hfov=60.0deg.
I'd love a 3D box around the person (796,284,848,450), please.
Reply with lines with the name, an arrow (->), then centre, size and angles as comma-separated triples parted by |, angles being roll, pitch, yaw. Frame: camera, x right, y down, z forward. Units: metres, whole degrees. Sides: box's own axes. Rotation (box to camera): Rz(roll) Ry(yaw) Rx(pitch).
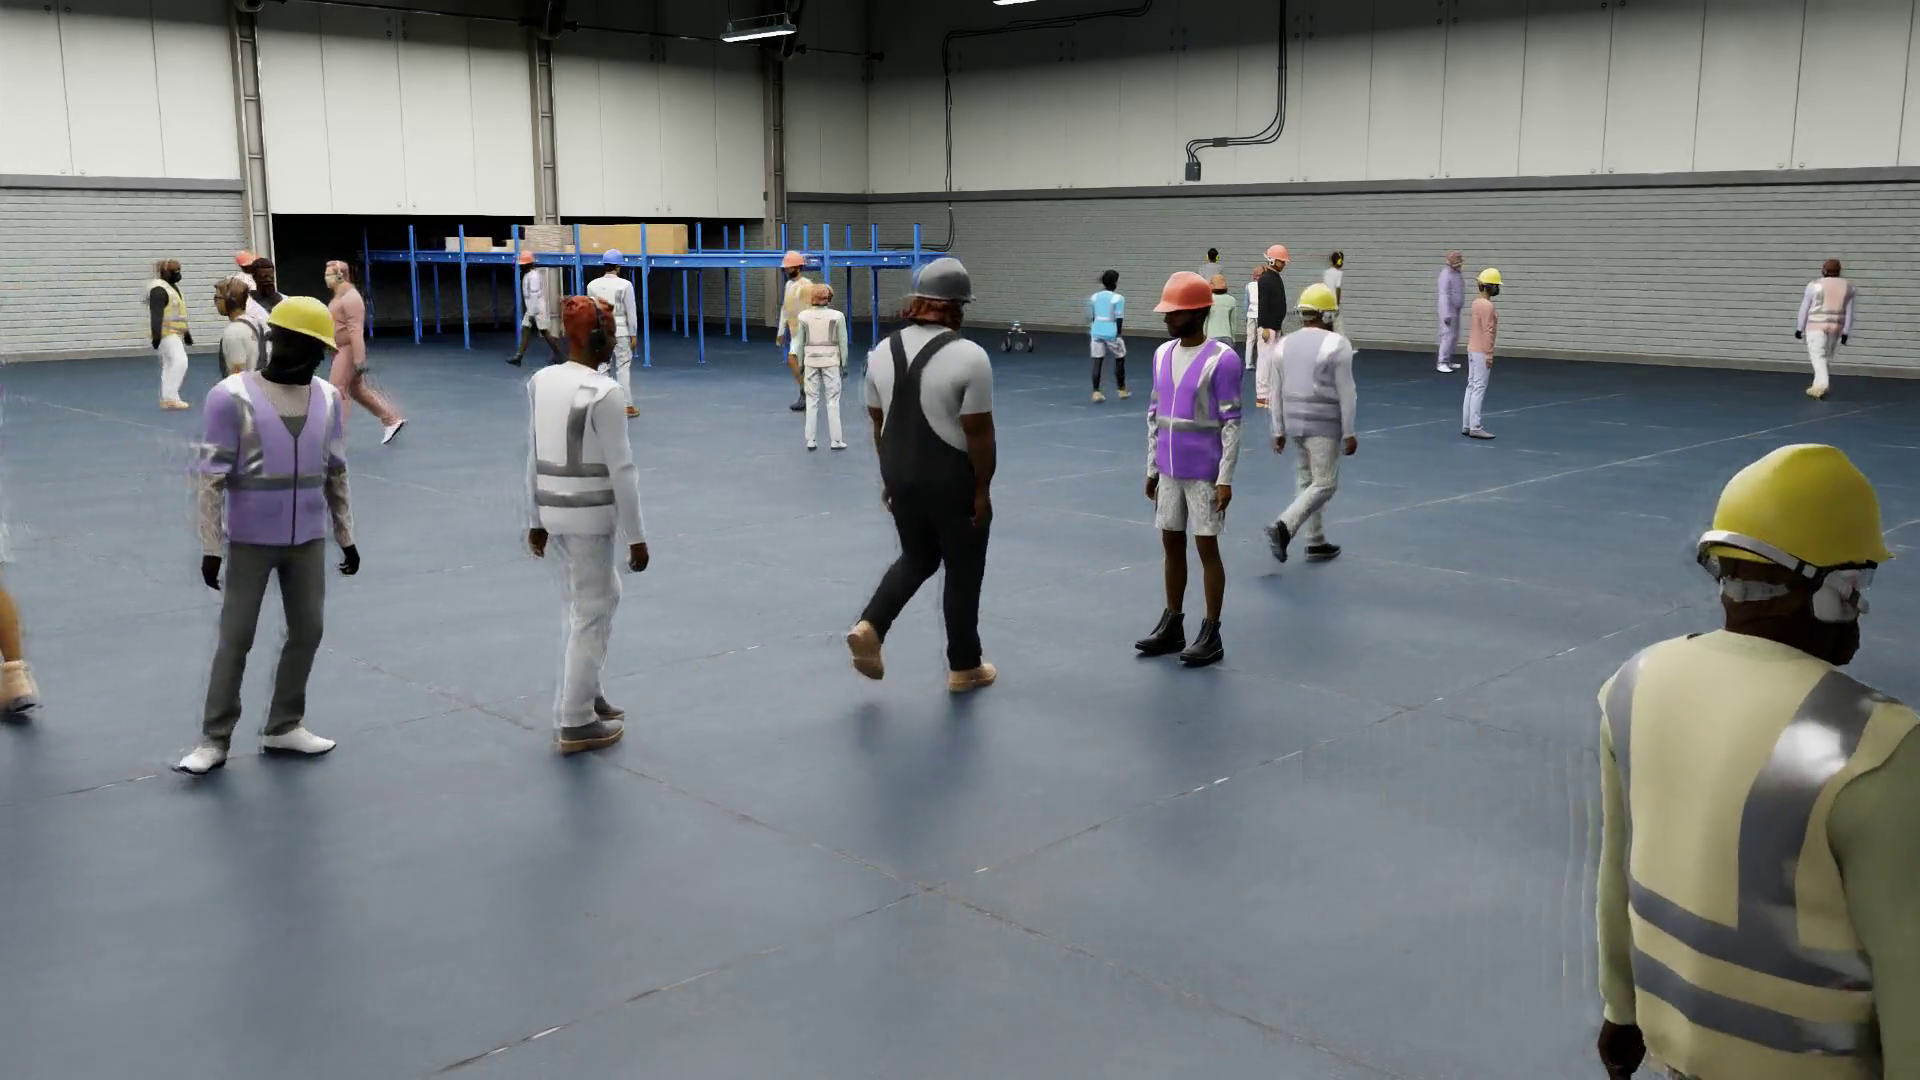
person -> -1.360, -1.710, 16.456 | 0.523, 1.636, 0.310 | 2, 11, 11

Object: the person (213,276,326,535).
person -> -4.972, -0.951, 11.804 | 0.708, 1.831, 0.515 | -1, 10, -4

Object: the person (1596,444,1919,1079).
person -> 1.194, 0.751, 2.571 | 0.841, 1.806, 0.586 | -3, 11, -14

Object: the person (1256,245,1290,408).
person -> 3.871, -2.653, 20.627 | 0.383, 1.992, 0.609 | 5, 12, 27

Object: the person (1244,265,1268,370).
person -> 4.682, -3.477, 26.084 | 0.311, 1.638, 0.523 | -9, 14, -41

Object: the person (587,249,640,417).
person -> -4.044, -2.414, 19.443 | 0.615, 1.945, 0.405 | 3, 11, 16

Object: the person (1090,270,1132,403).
person -> 1.934, -2.605, 21.261 | 0.540, 1.665, 0.758 | 7, 13, 35

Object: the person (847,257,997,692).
person -> -0.135, -0.282, 7.683 | 0.693, 2.000, 0.707 | 9, 13, 39

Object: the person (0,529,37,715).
person -> -4.517, -0.210, 7.361 | 1.117, 1.988, 0.603 | 8, 13, 38

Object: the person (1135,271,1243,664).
person -> 1.124, -0.355, 8.251 | 0.374, 1.933, 0.550 | -9, 14, -40

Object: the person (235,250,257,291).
person -> -10.552, -3.365, 24.813 | 0.389, 1.886, 0.659 | 1, 10, 7

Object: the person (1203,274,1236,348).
person -> 3.258, -2.537, 21.017 | 0.513, 1.622, 0.317 | -4, 11, -19

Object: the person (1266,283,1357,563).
person -> 2.231, -0.734, 10.662 | 0.733, 1.815, 0.595 | -8, 13, -36

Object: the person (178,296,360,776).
person -> -2.760, -0.022, 6.612 | 0.388, 1.873, 0.775 | 9, 14, 40

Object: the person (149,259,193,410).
person -> -9.563, -2.493, 20.215 | 0.502, 1.821, 0.644 | -2, 11, -10

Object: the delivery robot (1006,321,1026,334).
delivery robot -> 1.047, -3.906, 30.532 | 0.335, 0.223, 0.698 | -2, 11, -9

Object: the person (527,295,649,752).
person -> -1.498, -0.073, 6.892 | 0.616, 1.864, 0.546 | 10, 14, 44

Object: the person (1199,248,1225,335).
person -> 4.811, -4.644, 31.833 | 0.516, 1.866, 0.325 | 3, 11, 15

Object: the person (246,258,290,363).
person -> -6.004, -1.477, 14.418 | 0.386, 1.918, 0.590 | 8, 13, 38

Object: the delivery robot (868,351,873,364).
delivery robot -> -1.065, -2.725, 24.800 | 0.477, 0.478, 0.707 | 6, 12, 29

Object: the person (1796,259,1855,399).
person -> 11.304, -2.761, 21.712 | 0.617, 1.815, 0.895 | 0, 10, 1

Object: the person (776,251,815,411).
person -> -1.982, -2.515, 20.074 | 0.506, 1.918, 0.580 | -6, 12, -29

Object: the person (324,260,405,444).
person -> -6.081, -1.863, 16.663 | 0.920, 1.876, 0.655 | -6, 12, -29

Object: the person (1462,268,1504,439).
person -> 5.497, -1.955, 17.441 | 0.326, 1.765, 0.533 | 0, 10, 1

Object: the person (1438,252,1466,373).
person -> 7.626, -3.527, 25.761 | 0.421, 1.861, 0.775 | 7, 13, 34

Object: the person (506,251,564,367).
person -> -6.913, -3.747, 26.960 | 0.982, 1.860, 0.608 | -6, 12, -32

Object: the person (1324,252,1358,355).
person -> 6.503, -4.096, 28.977 | 0.971, 1.823, 0.539 | -5, 12, -27
